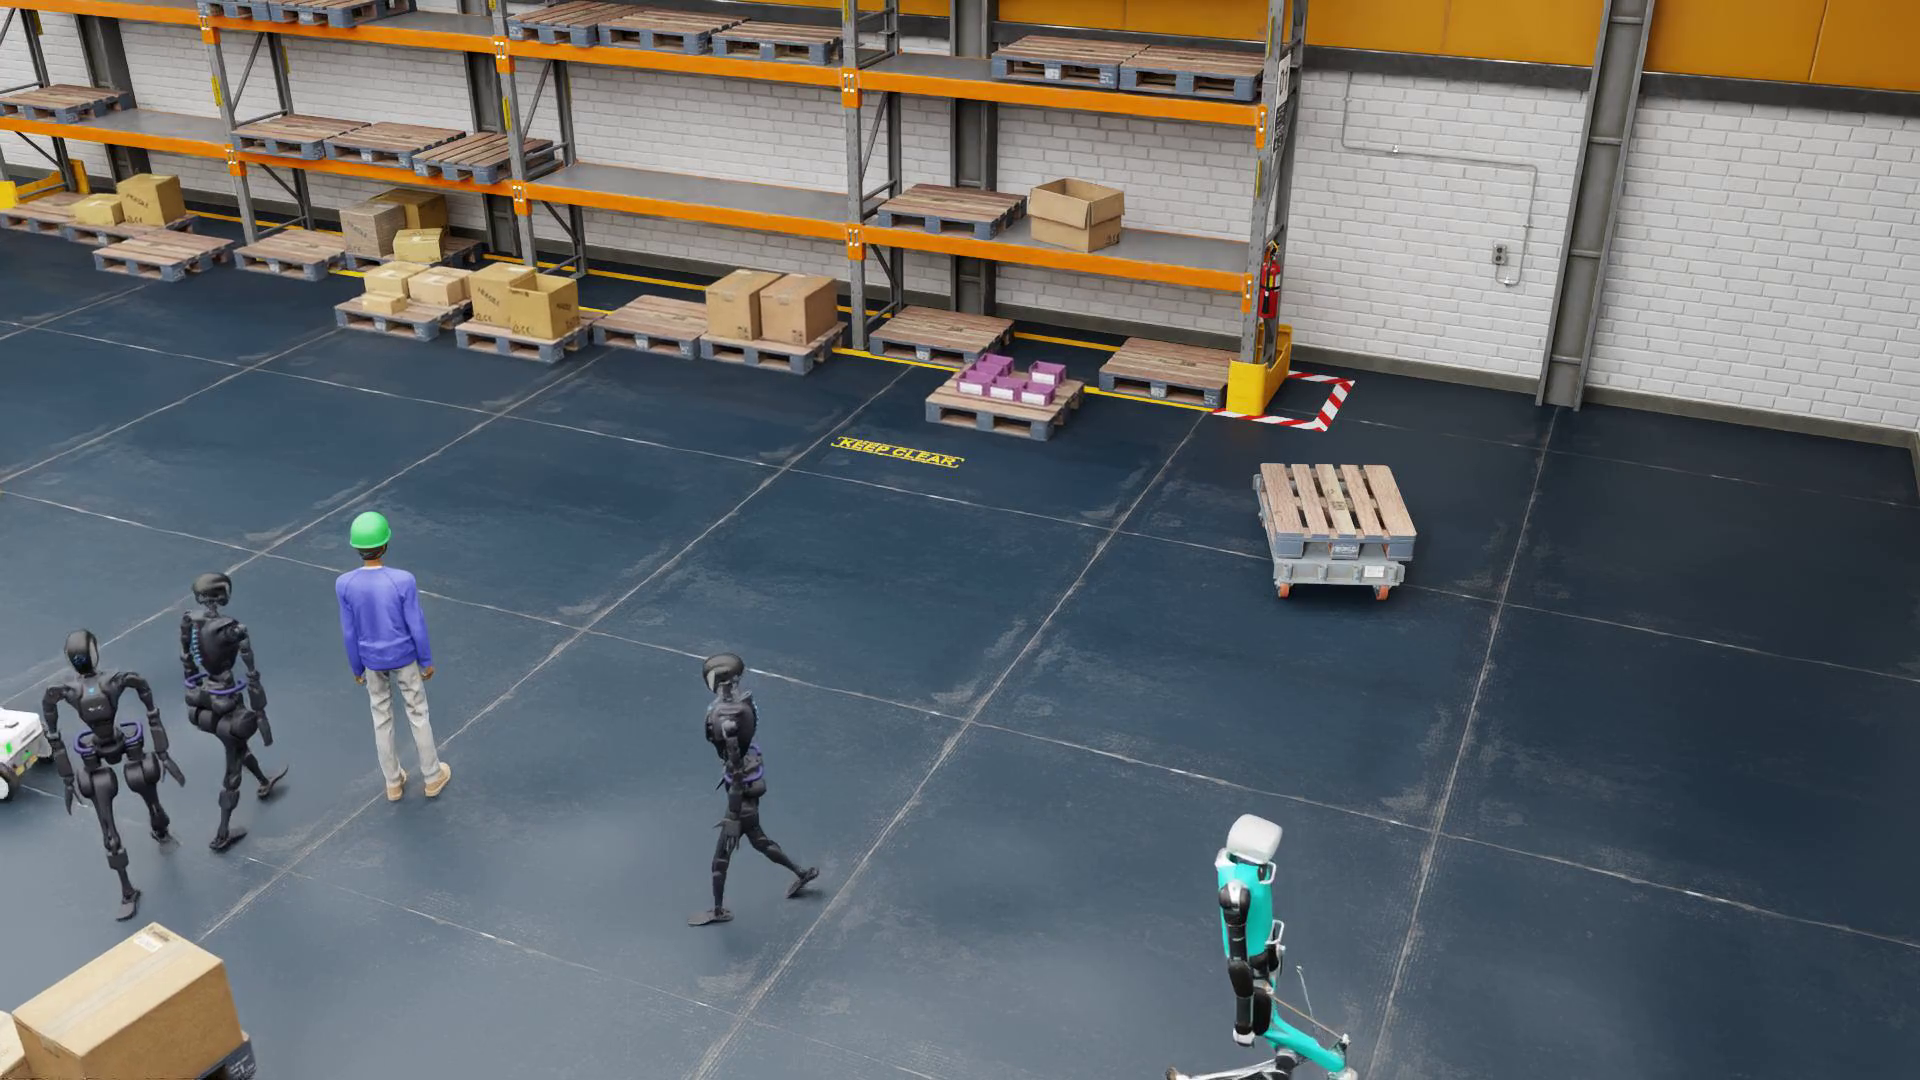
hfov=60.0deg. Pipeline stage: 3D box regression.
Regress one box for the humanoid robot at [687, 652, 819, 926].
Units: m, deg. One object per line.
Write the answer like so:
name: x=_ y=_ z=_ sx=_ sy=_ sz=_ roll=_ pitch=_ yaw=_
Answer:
humanoid robot: x=-1.142 y=1.325 z=8.879 sx=0.748 sy=1.642 sz=0.613 roll=-5 pitch=28 yaw=-9

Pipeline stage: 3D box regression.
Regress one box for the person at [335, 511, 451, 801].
person: x=-3.367 y=0.692 z=9.844 sx=0.468 sy=1.871 sz=0.356 roll=-4 pitch=28 yaw=-7

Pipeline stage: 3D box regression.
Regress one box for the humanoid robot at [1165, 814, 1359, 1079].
humanoid robot: x=1.451 y=2.022 z=7.410 sx=1.030 sy=1.732 sz=0.540 roll=9 pitch=29 yaw=16

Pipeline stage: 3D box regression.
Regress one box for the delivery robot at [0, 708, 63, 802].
delivery robot: x=-6.000 y=1.240 z=10.208 sx=0.784 sy=0.589 sz=0.499 roll=5 pitch=28 yaw=9

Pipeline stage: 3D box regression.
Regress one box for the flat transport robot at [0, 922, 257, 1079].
flat transport robot: x=-4.022 y=2.717 z=7.663 sx=1.431 sy=0.231 sz=0.659 roll=16 pitch=31 yaw=28

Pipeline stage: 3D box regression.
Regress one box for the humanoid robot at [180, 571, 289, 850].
humanoid robot: x=-4.242 y=0.937 z=9.607 sx=0.609 sy=1.626 sz=0.749 roll=11 pitch=29 yaw=21

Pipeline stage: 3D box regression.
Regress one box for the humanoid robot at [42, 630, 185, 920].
humanoid robot: x=-4.609 y=1.214 z=9.112 sx=0.601 sy=1.657 sz=0.734 roll=-12 pitch=30 yaw=-22
